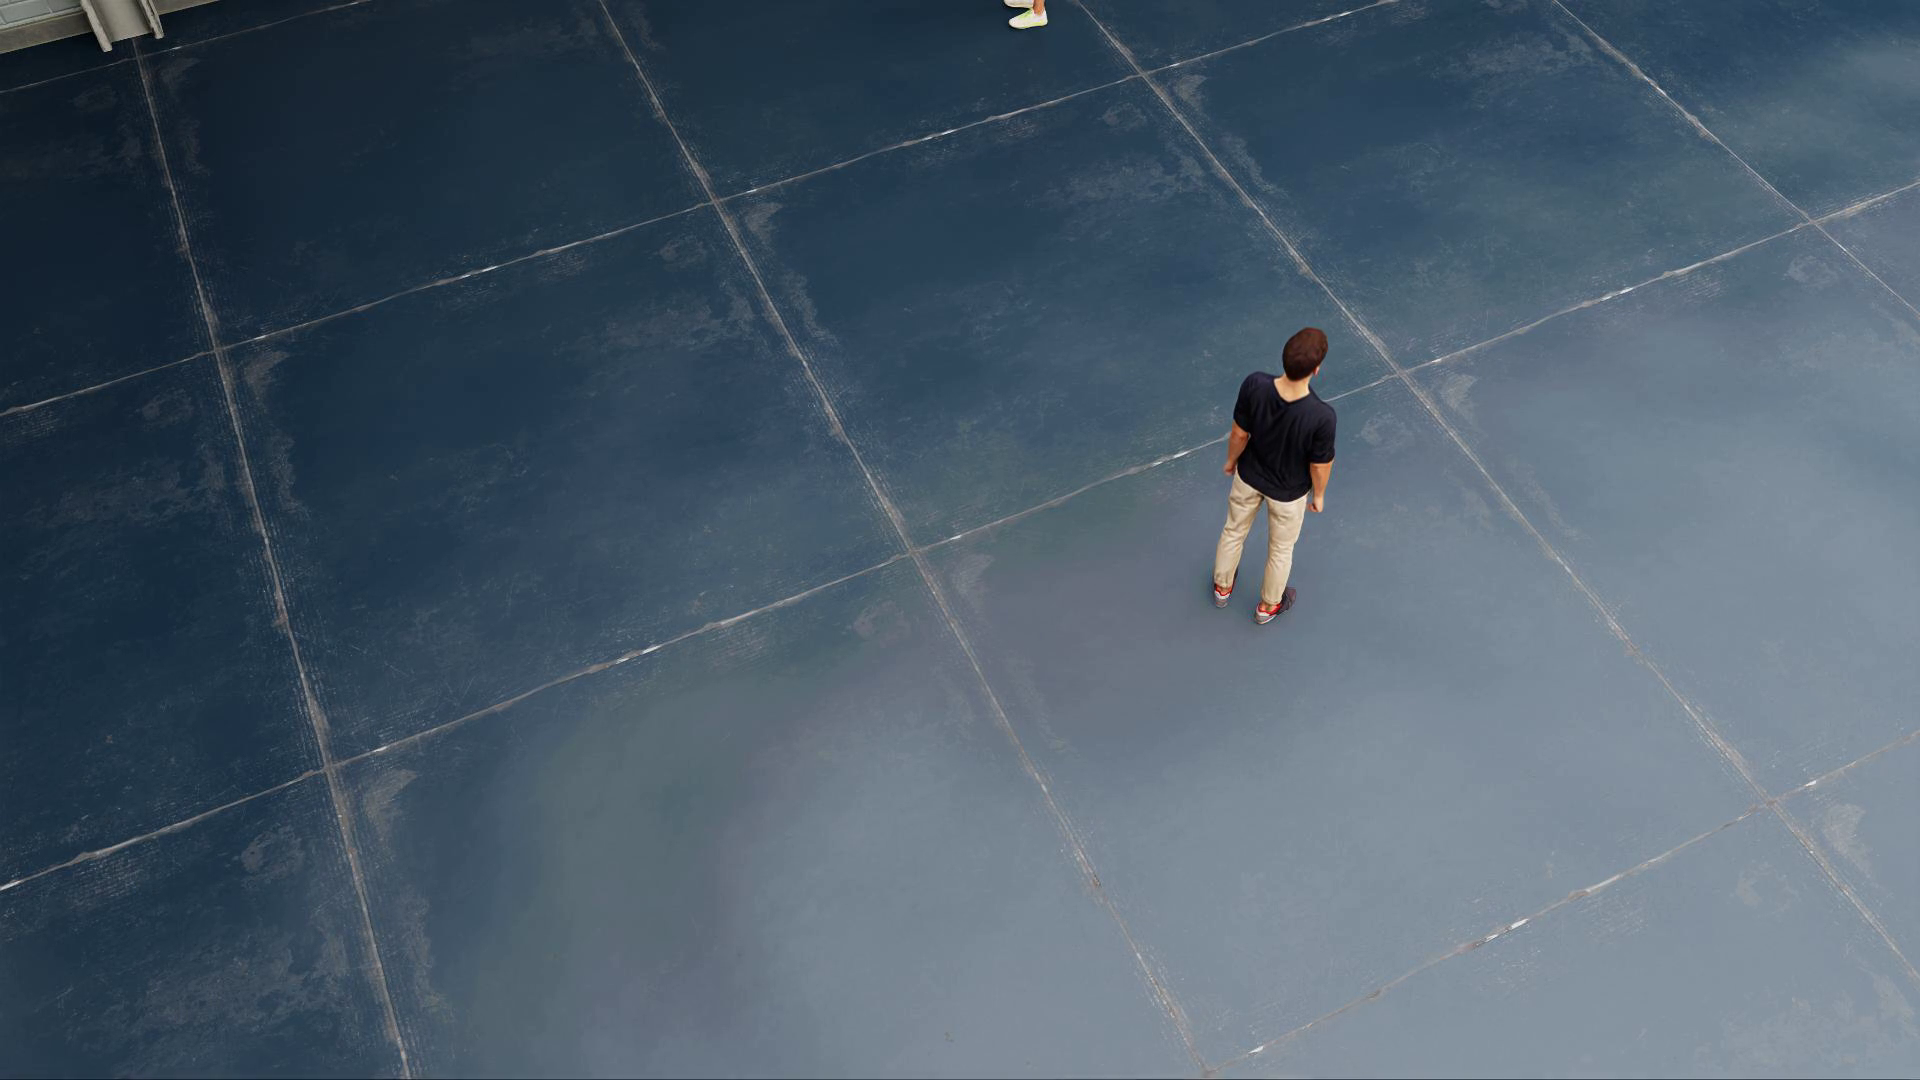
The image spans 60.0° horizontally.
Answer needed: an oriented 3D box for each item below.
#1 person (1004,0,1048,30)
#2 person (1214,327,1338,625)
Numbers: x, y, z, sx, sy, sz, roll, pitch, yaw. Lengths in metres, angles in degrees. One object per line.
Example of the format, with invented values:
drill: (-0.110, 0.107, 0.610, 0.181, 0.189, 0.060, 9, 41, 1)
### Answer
person: (0.469, -4.137, 10.688, 0.660, 1.790, 0.662, -2, 52, -2)
person: (1.439, -0.278, 7.658, 0.722, 1.857, 0.727, 26, 56, 19)
